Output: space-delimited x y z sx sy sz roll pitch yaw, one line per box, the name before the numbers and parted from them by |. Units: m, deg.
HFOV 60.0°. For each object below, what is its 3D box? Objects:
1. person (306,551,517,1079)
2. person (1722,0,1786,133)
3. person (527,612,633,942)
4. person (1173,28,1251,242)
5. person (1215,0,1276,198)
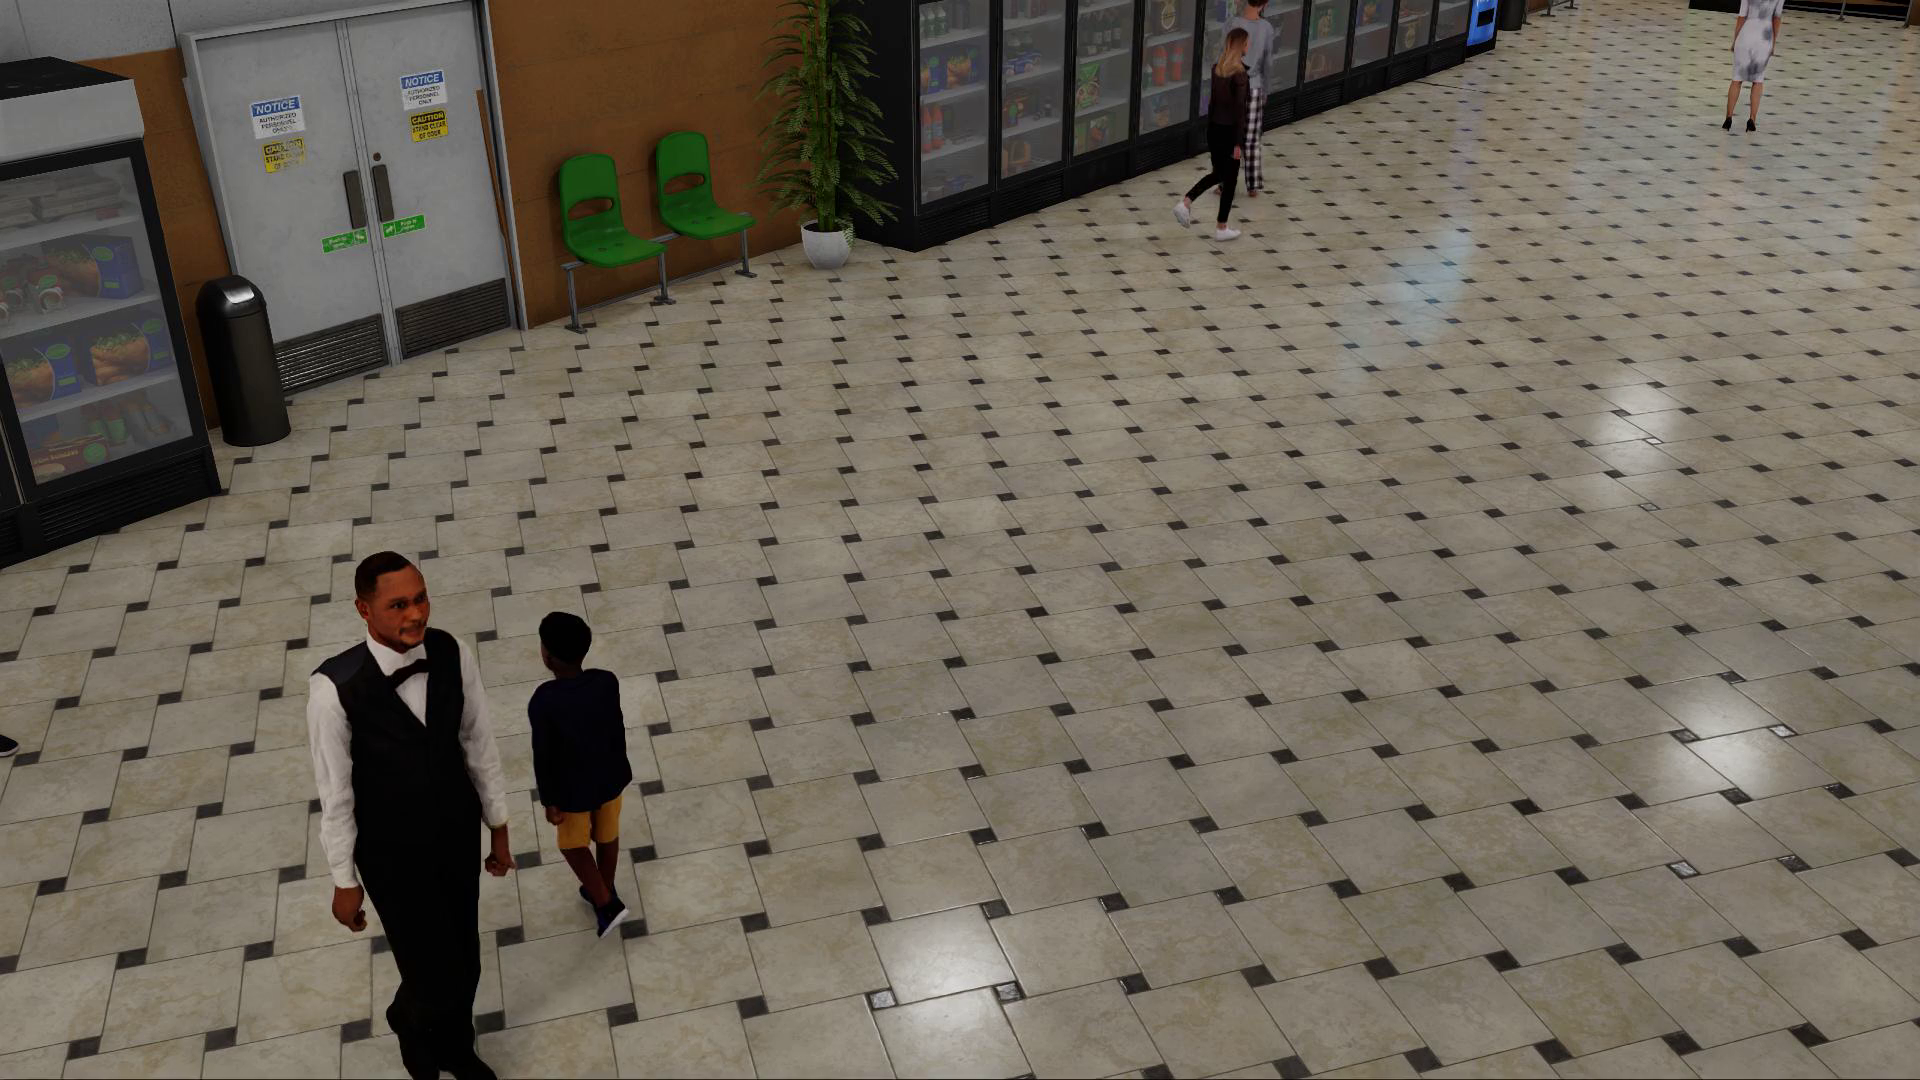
person | -1.690 0.869 5.043 0.709 1.905 0.721 23 35 38
person | 8.062 -5.044 16.874 0.526 1.750 0.676 12 29 22
person | -1.278 0.849 5.795 0.584 1.259 0.713 -20 33 -34
person | 2.053 -3.217 13.343 0.875 1.685 0.877 -11 29 -21
person | 2.460 -3.925 14.578 0.767 1.831 0.825 -9 28 -17
